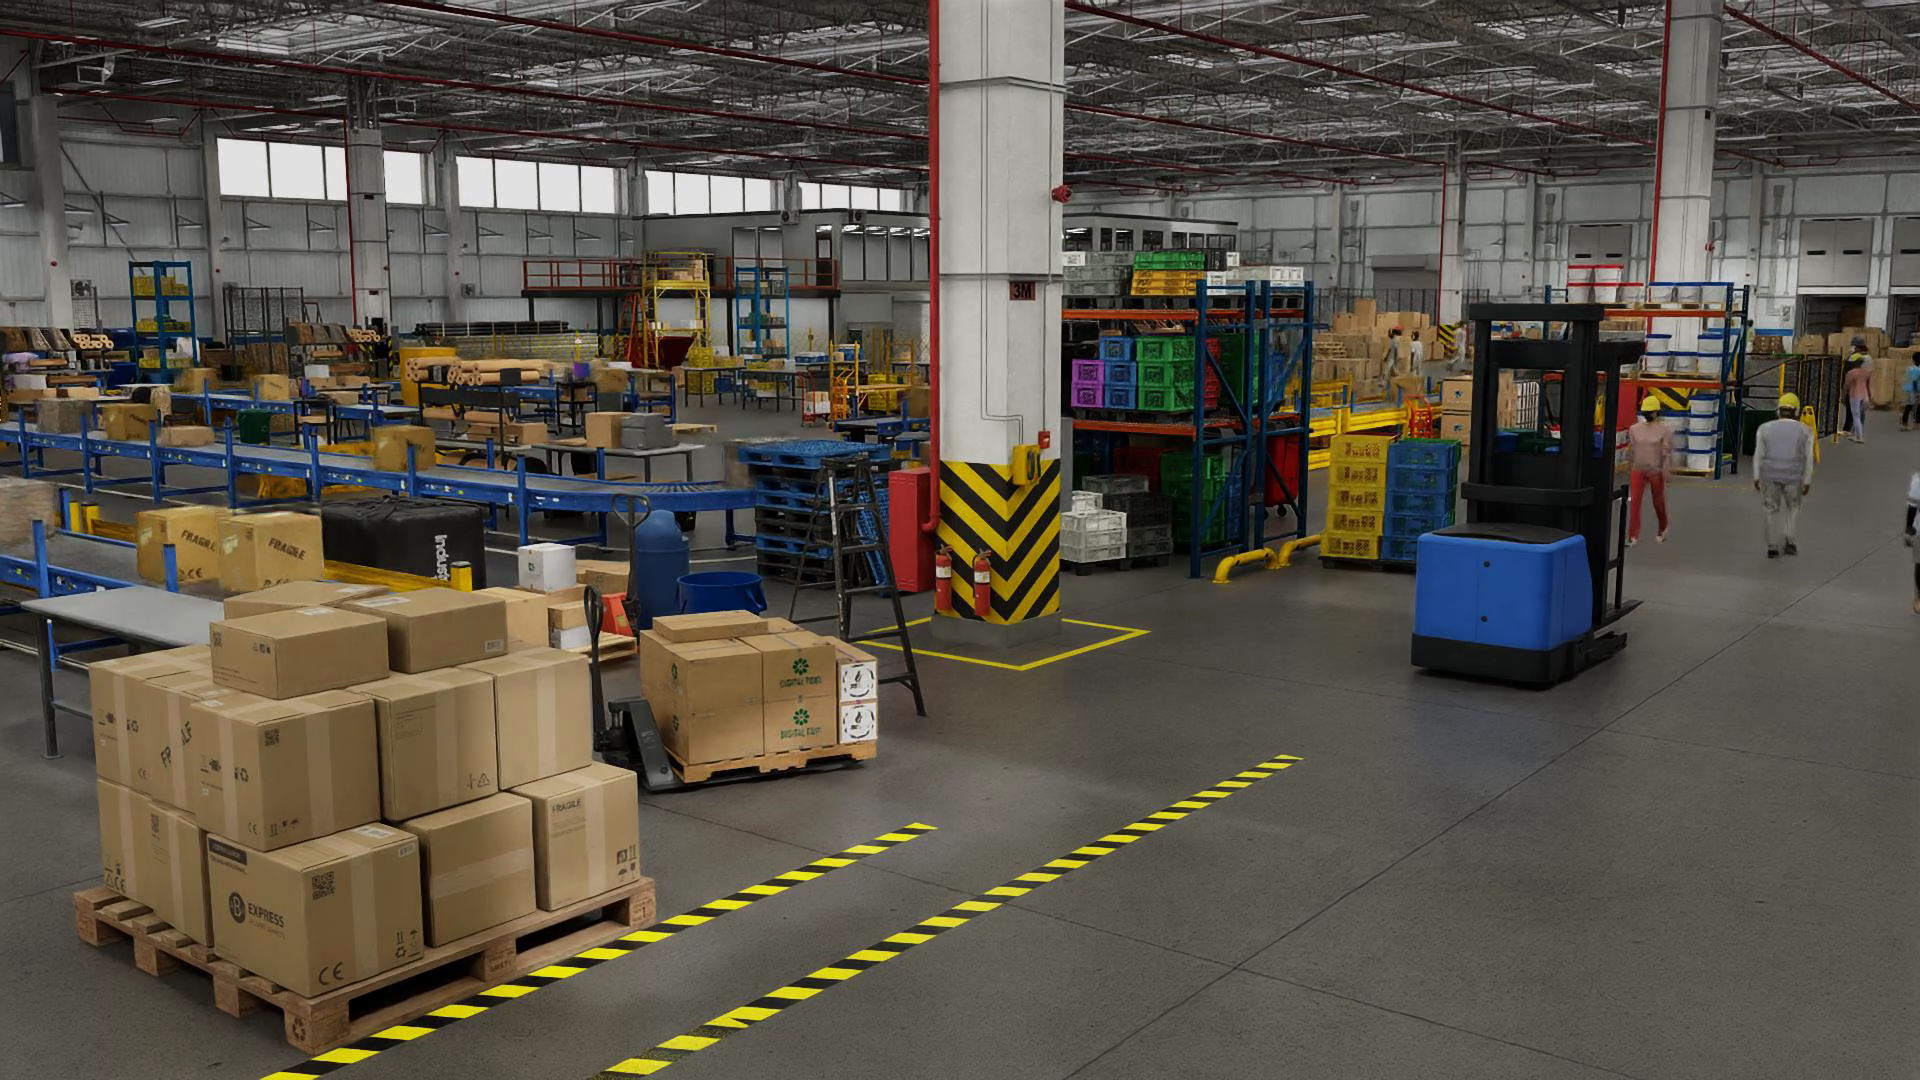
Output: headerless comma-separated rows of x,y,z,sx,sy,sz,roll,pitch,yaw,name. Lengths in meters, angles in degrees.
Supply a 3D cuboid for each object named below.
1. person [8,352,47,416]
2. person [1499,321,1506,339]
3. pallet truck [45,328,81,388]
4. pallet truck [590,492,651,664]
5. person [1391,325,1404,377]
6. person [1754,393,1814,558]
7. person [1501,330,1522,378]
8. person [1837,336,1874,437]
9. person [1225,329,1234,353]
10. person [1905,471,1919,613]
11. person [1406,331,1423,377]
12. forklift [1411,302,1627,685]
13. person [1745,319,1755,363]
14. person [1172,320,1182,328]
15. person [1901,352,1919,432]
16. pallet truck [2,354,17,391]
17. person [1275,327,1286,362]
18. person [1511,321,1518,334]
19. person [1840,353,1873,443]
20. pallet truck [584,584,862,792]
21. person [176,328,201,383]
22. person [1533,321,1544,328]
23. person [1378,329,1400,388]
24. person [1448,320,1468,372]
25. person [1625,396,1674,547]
-19.451,-3.251,34.710,0.620,2.010,0.787,-1,8,-4,person
22.669,-8.283,69.553,0.294,1.744,0.486,0,8,2,person
-23.775,-4.544,43.495,1.885,1.965,0.823,6,10,35,pallet truck
-3.115,0.344,12.883,0.653,1.274,1.630,7,11,37,pallet truck
13.525,-5.687,51.422,0.371,1.931,0.543,-1,9,-9,person
9.027,-0.705,18.247,0.596,1.814,0.542,5,10,29,person
14.124,-4.387,42.511,0.624,1.981,0.518,-3,9,-21,person
18.049,-3.097,33.590,0.536,2.000,0.673,-1,8,-4,person
7.475,-4.928,46.184,0.367,1.966,0.606,0,8,3,person
8.497,-0.076,14.425,0.539,1.676,0.643,5,10,29,person
12.665,-4.934,46.634,0.562,1.836,0.847,-6,10,-36,person
4.379,-0.438,12.852,1.129,2.768,1.873,7,11,37,forklift
32.653,-8.217,68.796,0.634,1.844,0.429,-7,11,-41,person
8.962,-8.158,68.236,0.352,1.884,0.580,-8,11,-42,person
20.037,-3.092,34.750,0.618,1.673,0.562,6,11,37,person
-24.881,-4.417,42.634,1.885,1.965,0.823,8,11,41,pallet truck
11.566,-6.908,60.156,0.939,1.781,0.532,0,8,-3,person
26.338,-9.765,78.911,0.352,1.929,0.594,3,9,17,person
17.385,-2.759,32.364,0.533,1.733,0.804,-2,9,-10,person
-1.426,0.805,10.019,1.601,1.201,0.680,-4,9,-26,pallet truck
-22.865,-5.351,49.299,0.664,1.884,0.532,-3,9,-18,person
27.238,-9.667,78.273,0.611,1.930,0.587,-2,9,-14,person
13.075,-5.513,50.659,0.939,1.815,0.482,2,9,12,person
18.348,-7.117,61.103,0.712,1.924,0.637,6,10,34,person
7.967,-0.803,19.162,0.529,1.736,0.843,8,11,42,person
